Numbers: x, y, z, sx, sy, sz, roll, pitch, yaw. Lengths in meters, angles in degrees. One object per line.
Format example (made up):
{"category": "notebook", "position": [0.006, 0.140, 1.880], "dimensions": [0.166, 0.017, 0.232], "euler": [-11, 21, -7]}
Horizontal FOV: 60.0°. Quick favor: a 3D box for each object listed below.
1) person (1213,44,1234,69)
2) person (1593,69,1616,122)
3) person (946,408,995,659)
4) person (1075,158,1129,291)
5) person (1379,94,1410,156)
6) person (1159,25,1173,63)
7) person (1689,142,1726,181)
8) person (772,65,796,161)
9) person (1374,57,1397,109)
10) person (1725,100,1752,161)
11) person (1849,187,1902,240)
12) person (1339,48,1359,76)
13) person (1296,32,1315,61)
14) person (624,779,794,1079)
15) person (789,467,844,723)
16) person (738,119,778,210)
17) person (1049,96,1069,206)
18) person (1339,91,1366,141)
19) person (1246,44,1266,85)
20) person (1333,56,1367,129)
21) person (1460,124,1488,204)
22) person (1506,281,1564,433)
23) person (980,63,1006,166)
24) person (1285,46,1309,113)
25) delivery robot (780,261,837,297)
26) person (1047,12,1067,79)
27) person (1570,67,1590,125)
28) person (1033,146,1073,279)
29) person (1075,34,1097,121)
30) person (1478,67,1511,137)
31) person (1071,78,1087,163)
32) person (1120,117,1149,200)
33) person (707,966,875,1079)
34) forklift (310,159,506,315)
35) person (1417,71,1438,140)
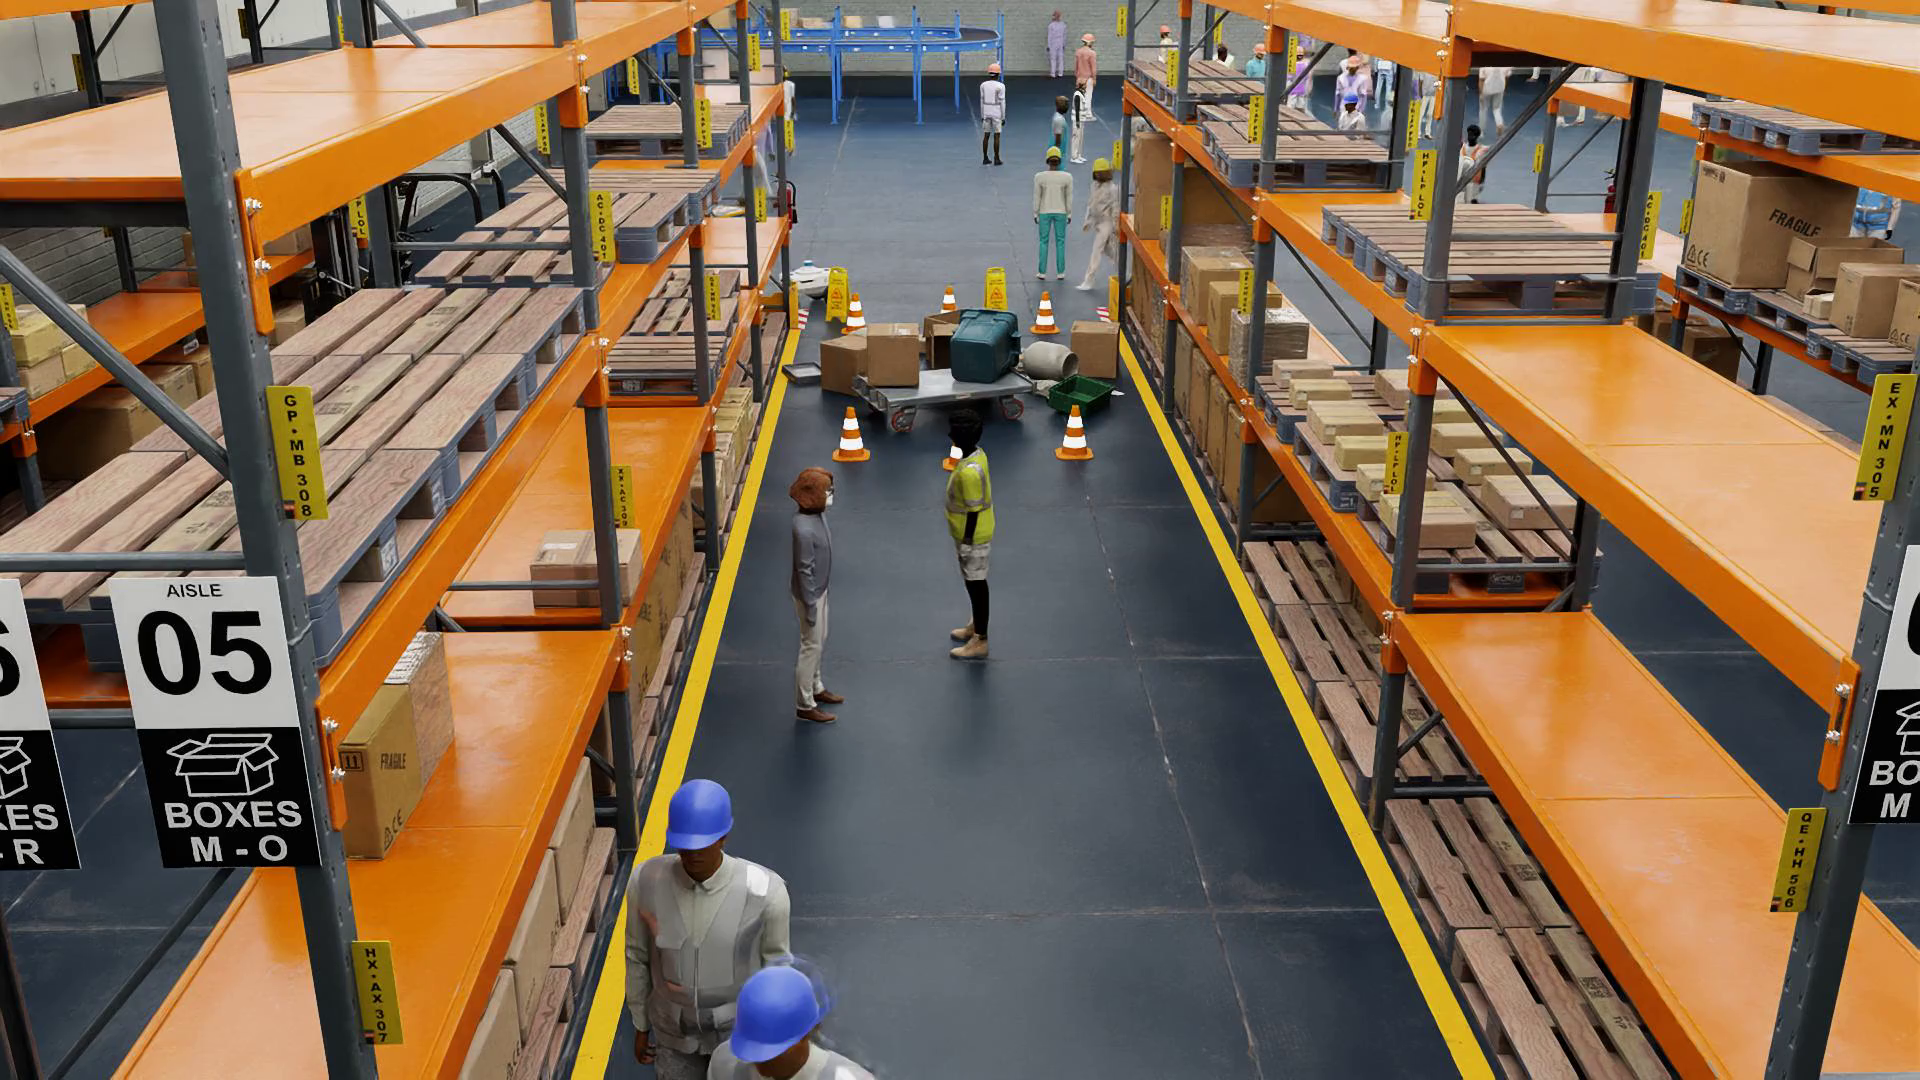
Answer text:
{"category": "person", "position": [6.138, -10.728, 39.052], "dimensions": [0.593, 1.793, 0.978], "euler": [4, 21, 10]}
{"category": "person", "position": [15.387, -10.908, 39.251], "dimensions": [0.677, 1.994, 0.679], "euler": [-11, 23, -26]}
{"category": "person", "position": [0.068, -0.046, 10.948], "dimensions": [0.321, 1.699, 0.537], "euler": [1, 21, 4]}
{"category": "person", "position": [1.906, -4.171, 21.862], "dimensions": [0.917, 1.698, 0.497], "euler": [-13, 24, -31]}
{"category": "person", "position": [7.513, -6.802, 28.657], "dimensions": [0.569, 1.813, 0.604], "euler": [-6, 21, -15]}
{"category": "person", "position": [5.282, -12.325, 43.074], "dimensions": [0.373, 1.934, 0.551], "euler": [12, 24, 29]}
{"category": "person", "position": [11.757, -5.764, 26.176], "dimensions": [0.505, 1.623, 0.478], "euler": [-1, 21, -2]}
{"category": "person", "position": [-3.510, -8.559, 33.261], "dimensions": [0.521, 1.847, 0.842], "euler": [8, 22, 20]}
{"category": "person", "position": [10.682, -11.795, 41.721], "dimensions": [0.590, 1.908, 0.387], "euler": [14, 25, 33]}
{"category": "person", "position": [12.227, -5.950, 26.247], "dimensions": [0.644, 1.920, 0.536], "euler": [-3, 21, -8]}
{"category": "person", "position": [11.635, -4.027, 21.282], "dimensions": [0.430, 1.841, 0.624], "euler": [-17, 27, -38]}
{"category": "person", "position": [8.831, -10.161, 37.414], "dimensions": [0.628, 1.890, 0.583], "euler": [7, 22, 19]}
{"category": "person", "position": [9.967, -14.177, 47.984], "dimensions": [0.594, 1.926, 0.366], "euler": [17, 27, 38]}
{"category": "person", "position": [-0.888, 1.720, 5.934], "dimensions": [0.605, 1.951, 0.381], "euler": [2, 21, 5]}
{"category": "person", "position": [-0.884, 0.326, 10.074], "dimensions": [0.283, 1.624, 0.509], "euler": [1, 21, 4]}
{"category": "person", "position": [-3.309, -6.426, 27.567], "dimensions": [1.064, 1.869, 0.642], "euler": [10, 23, 25]}
{"category": "person", "position": [1.604, -6.430, 27.663], "dimensions": [0.420, 1.826, 0.626], "euler": [-1, 21, -3]}
{"category": "person", "position": [6.411, -6.410, 27.445], "dimensions": [0.424, 1.937, 0.605], "euler": [-9, 22, -22]}
{"category": "person", "position": [6.483, -9.846, 36.447], "dimensions": [0.609, 1.993, 0.382], "euler": [-19, 28, -41]}
{"category": "person", "position": [7.743, -8.589, 33.114], "dimensions": [0.660, 1.992, 1.017], "euler": [8, 22, 20]}
{"category": "person", "position": [7.809, -5.507, 25.411], "dimensions": [0.545, 1.681, 0.651], "euler": [19, 28, 41]}
{"category": "person", "position": [5.424, -1.925, 15.592], "dimensions": [0.612, 1.942, 0.406], "euler": [9, 23, 23]}
{"category": "person", "position": [0.652, -8.288, 32.418], "dimensions": [0.545, 1.929, 0.387], "euler": [12, 24, 28]}
{"category": "person", "position": [7.352, -9.801, 36.404], "dimensions": [0.545, 1.938, 0.355], "euler": [-8, 22, -20]}
{"category": "delivery robot", "position": [-1.904, -3.264, 20.919], "dimensions": [0.707, 0.478, 0.477], "euler": [-14, 25, -33]}
{"category": "person", "position": [2.838, -14.673, 49.318], "dimensions": [0.642, 1.913, 0.408], "euler": [-14, 25, -32]}
{"category": "person", "position": [14.445, -10.477, 38.629], "dimensions": [0.293, 1.623, 0.507], "euler": [12, 24, 28]}
{"category": "person", "position": [1.245, -4.388, 22.350], "dimensions": [0.526, 1.760, 0.344], "euler": [0, 21, -1]}
{"category": "person", "position": [2.990, -10.939, 39.335], "dimensions": [0.391, 1.989, 0.623], "euler": [-19, 28, -41]}
{"category": "person", "position": [11.606, -9.798, 36.251], "dimensions": [0.685, 2.000, 0.717], "euler": [0, 21, 0]}
{"category": "person", "position": [2.347, -8.264, 32.773], "dimensions": [0.312, 1.633, 0.517], "euler": [6, 21, 15]}
{"category": "person", "position": [2.982, -6.673, 28.426], "dimensions": [0.490, 1.731, 0.324], "euler": [7, 22, 17]}
{"category": "person", "position": [-0.464, 2.065, 5.099], "dimensions": [0.615, 1.905, 1.009], "euler": [8, 22, 19]}
{"category": "forklift", "position": [-5.622, -2.910, 17.832], "dimensions": [2.313, 2.155, 1.214], "euler": [-1, 21, -1]}
{"category": "person", "position": [10.152, -9.605, 35.991], "dimensions": [0.535, 1.862, 0.312], "euler": [-5, 21, -13]}
